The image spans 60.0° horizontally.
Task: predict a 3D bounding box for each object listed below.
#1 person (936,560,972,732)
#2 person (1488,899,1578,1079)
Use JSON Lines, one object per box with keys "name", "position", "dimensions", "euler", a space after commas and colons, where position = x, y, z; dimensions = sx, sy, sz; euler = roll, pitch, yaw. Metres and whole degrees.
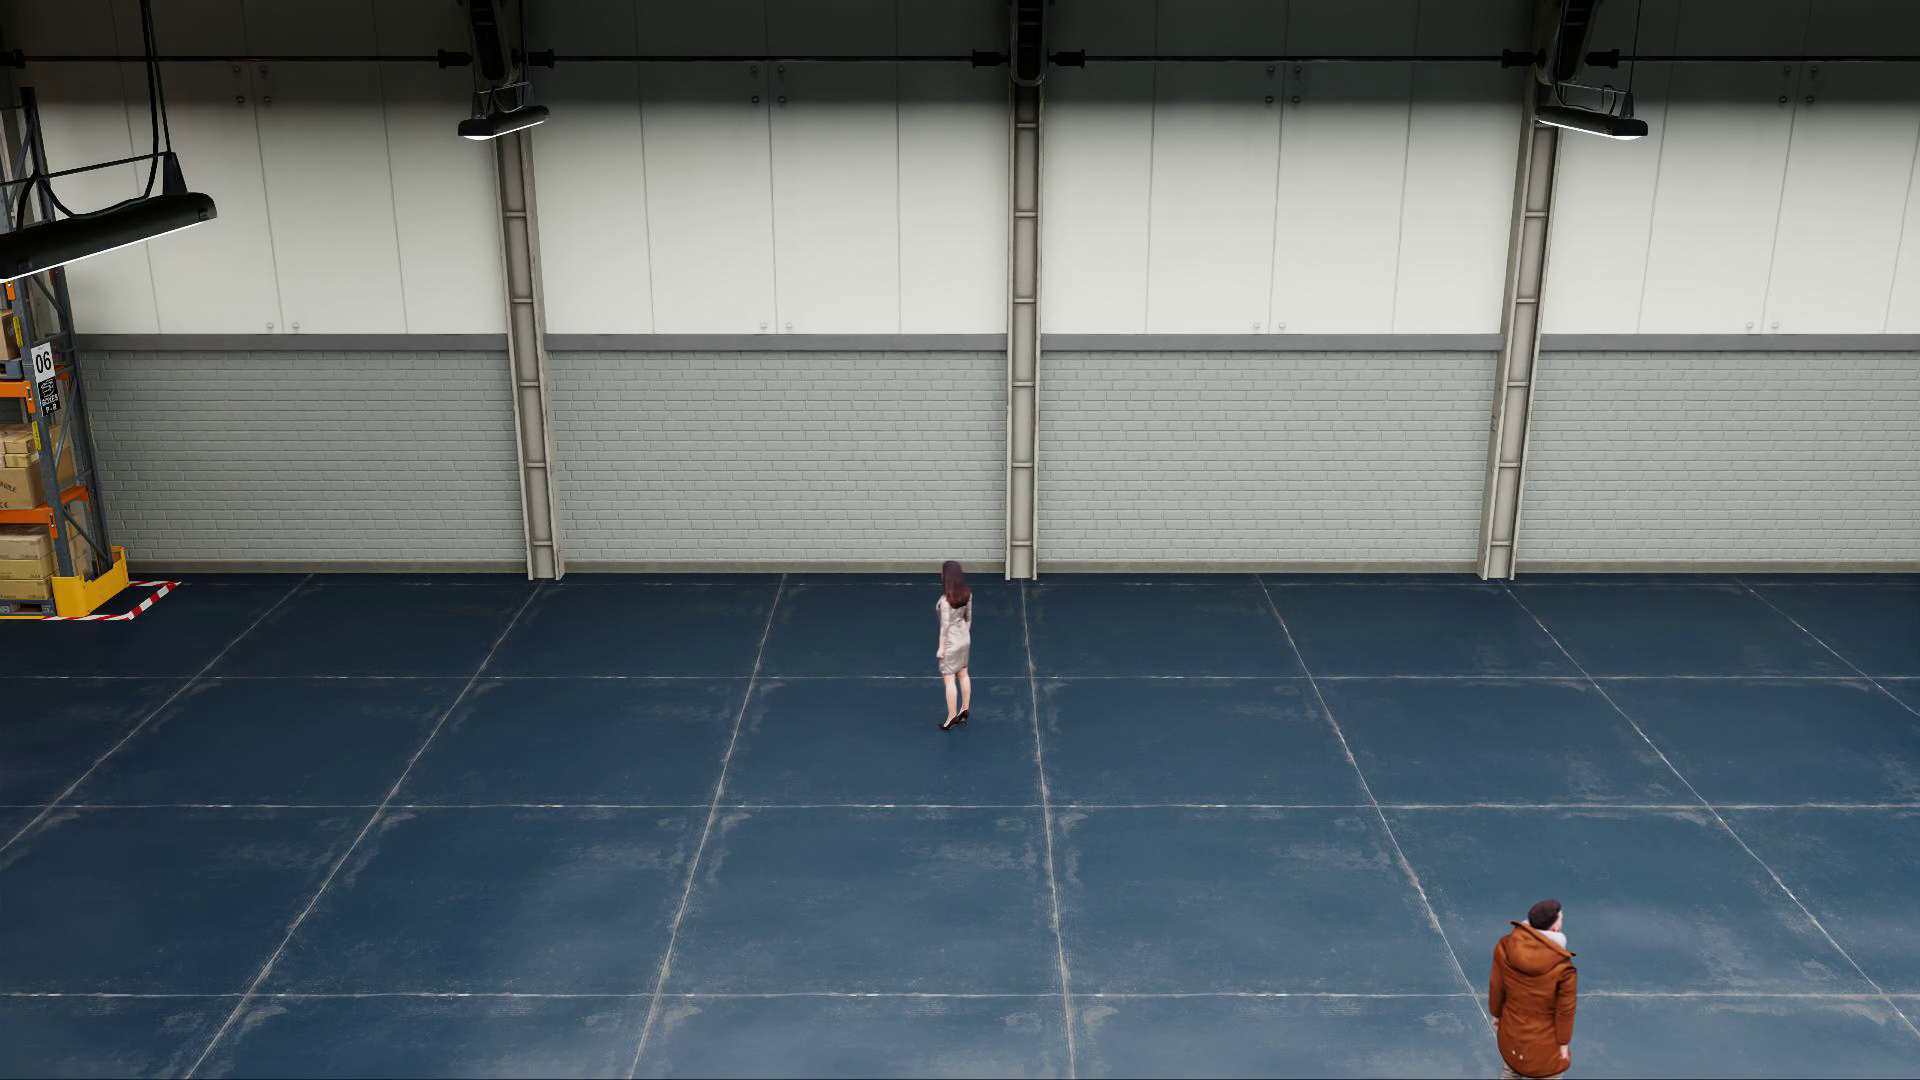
{"name": "person", "position": [-0.057, 1.035, 16.423], "dimensions": [0.708, 1.744, 0.673], "euler": [14, 23, 37]}
{"name": "person", "position": [3.499, 3.024, 10.165], "dimensions": [0.895, 1.838, 0.845], "euler": [-15, 23, -38]}
